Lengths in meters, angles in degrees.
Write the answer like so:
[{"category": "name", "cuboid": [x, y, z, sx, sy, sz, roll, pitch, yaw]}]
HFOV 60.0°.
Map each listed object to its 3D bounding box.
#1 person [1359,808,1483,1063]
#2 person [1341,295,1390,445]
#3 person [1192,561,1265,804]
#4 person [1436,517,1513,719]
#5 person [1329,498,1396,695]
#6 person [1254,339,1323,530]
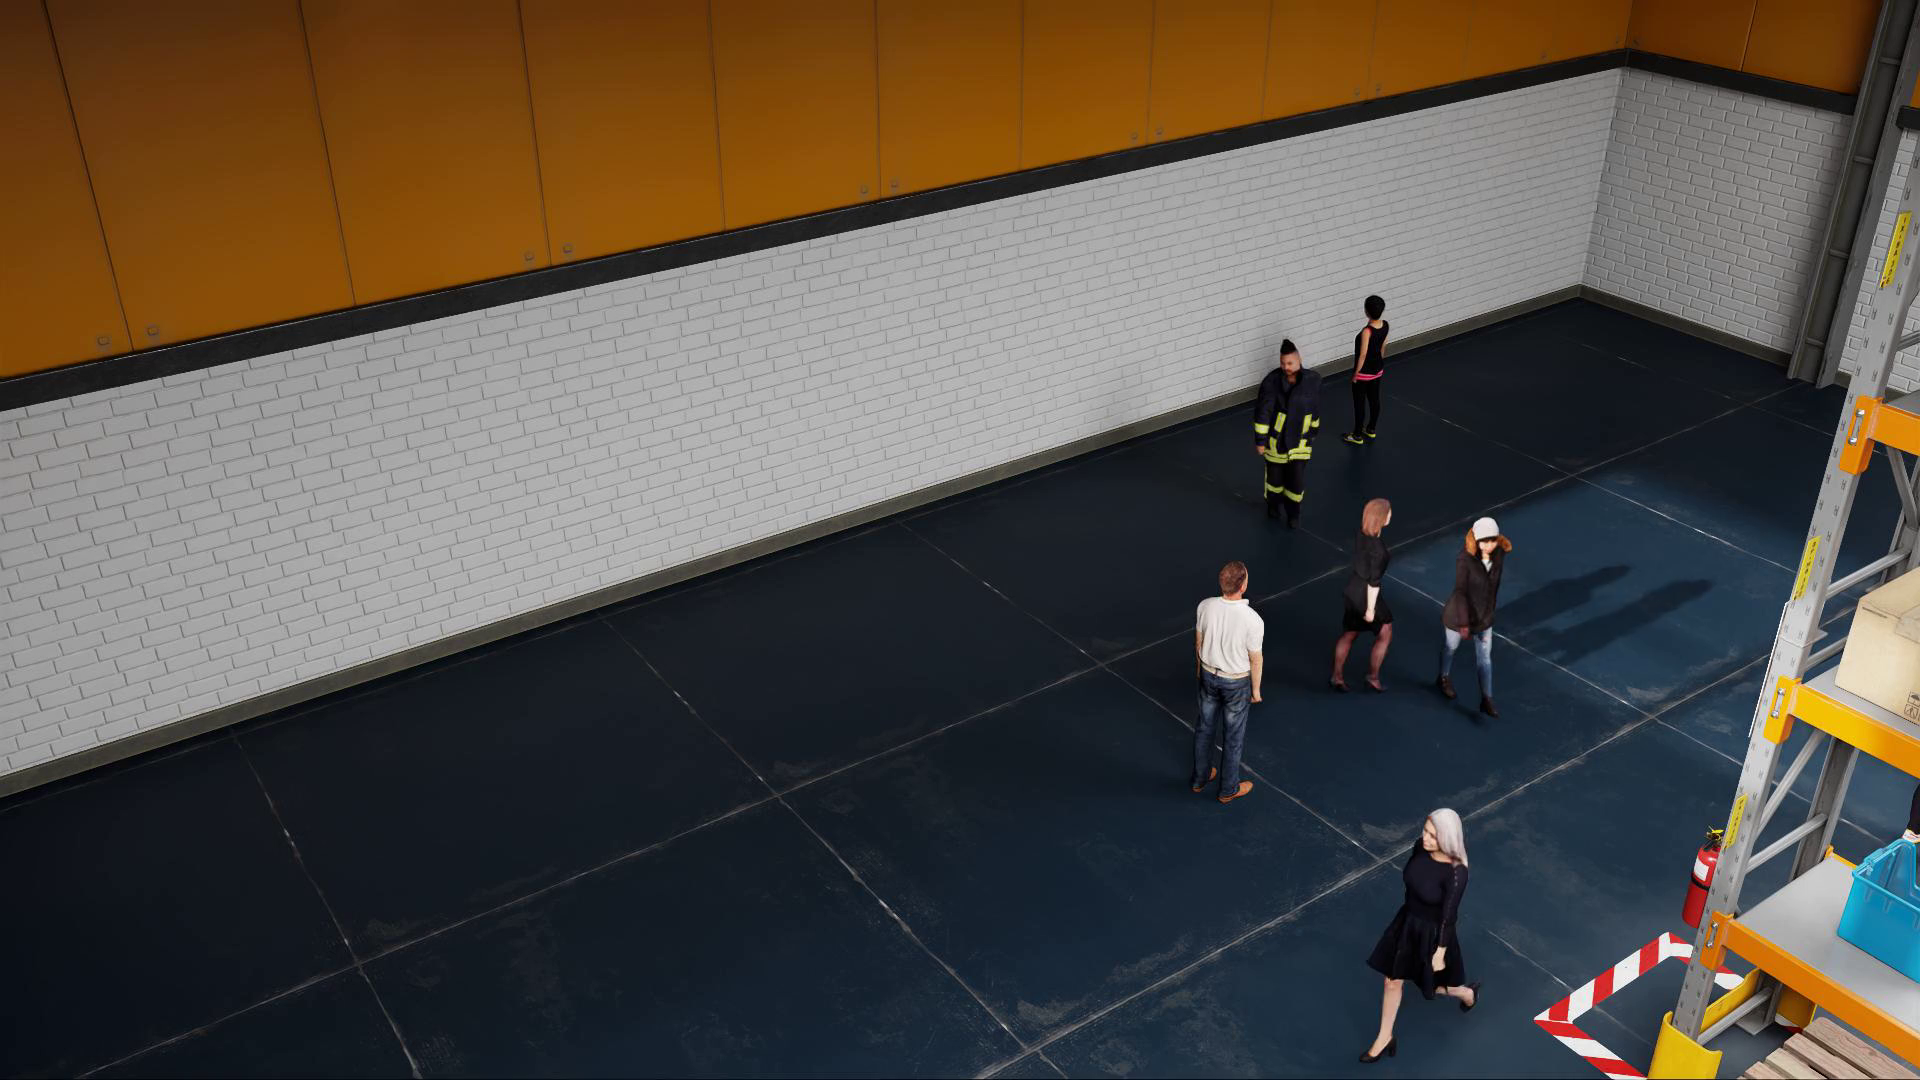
[{"category": "person", "cuboid": [2.691, 2.229, 9.396, 0.777, 1.718, 1.033, -12, 31, -21]}, {"category": "person", "cuboid": [4.142, -1.739, 16.844, 0.541, 1.551, 0.505, -20, 35, -33]}, {"category": "person", "cuboid": [1.831, 0.979, 11.545, 0.619, 1.856, 0.784, 21, 35, 33]}, {"category": "person", "cuboid": [3.837, 0.511, 12.663, 0.811, 1.605, 0.999, -8, 30, -13]}, {"category": "person", "cuboid": [2.996, 0.468, 12.656, 0.782, 1.688, 0.735, -6, 29, -11]}, {"category": "person", "cuboid": [3.019, -1.030, 15.250, 0.984, 1.834, 1.041, -1, 29, -2]}]
